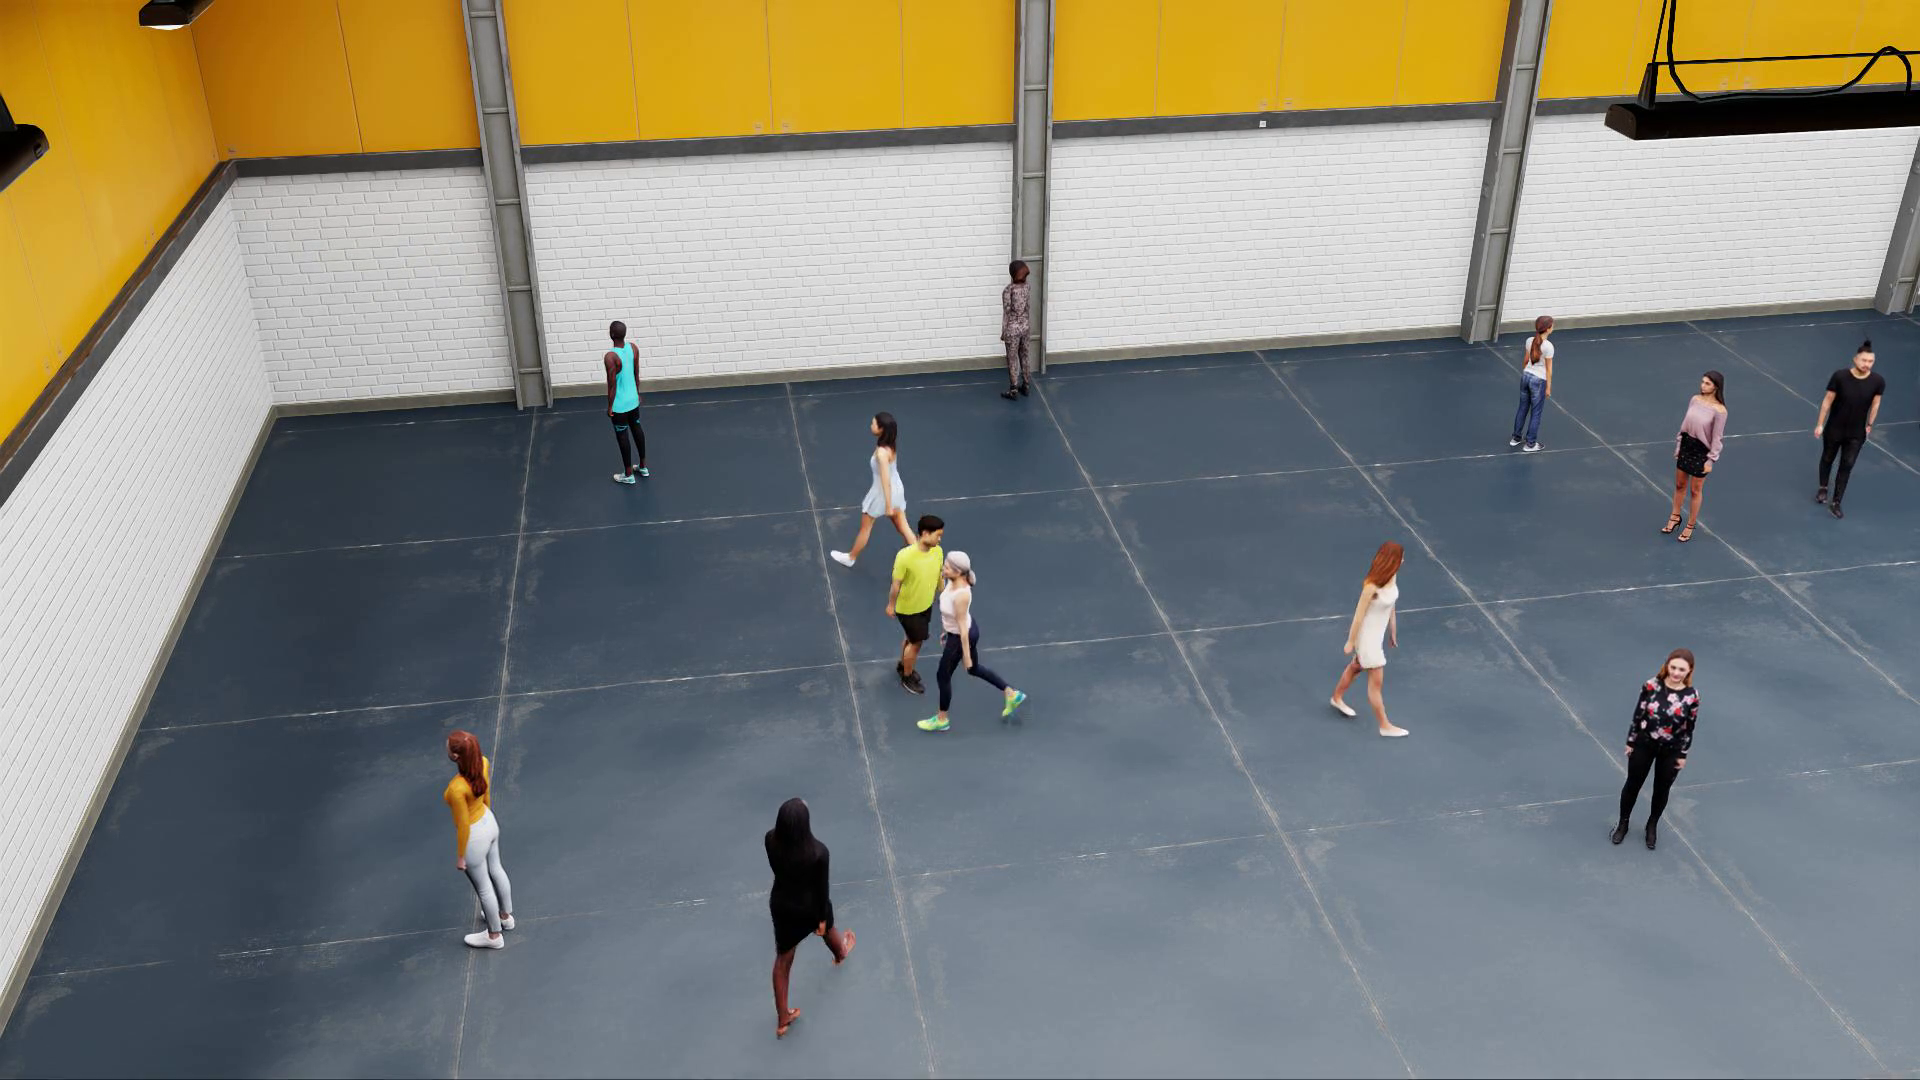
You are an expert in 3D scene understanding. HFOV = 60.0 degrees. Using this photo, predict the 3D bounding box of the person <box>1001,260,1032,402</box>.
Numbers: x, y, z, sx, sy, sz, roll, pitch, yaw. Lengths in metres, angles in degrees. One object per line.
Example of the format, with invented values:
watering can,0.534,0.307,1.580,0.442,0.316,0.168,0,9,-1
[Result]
person,0.673,-2.483,19.618,0.639,1.713,0.728,-21,35,-34

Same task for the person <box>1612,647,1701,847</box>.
person,5.175,1.516,12.317,0.680,1.685,0.758,14,32,24

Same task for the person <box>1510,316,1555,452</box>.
person,6.378,-1.758,18.445,0.624,1.563,0.606,-16,33,-27

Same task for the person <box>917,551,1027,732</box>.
person,0.100,0.828,13.590,1.169,1.673,0.720,0,29,0

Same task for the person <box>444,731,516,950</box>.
person,-3.281,2.023,11.319,0.677,1.750,0.679,7,29,12

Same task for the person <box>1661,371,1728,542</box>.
person,7.303,-0.834,16.493,0.629,1.811,0.683,-14,31,-23

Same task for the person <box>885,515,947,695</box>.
person,-0.444,0.517,14.171,0.822,1.662,0.879,-19,34,-31

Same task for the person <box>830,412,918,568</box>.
person,-0.614,-0.399,15.833,1.220,1.679,0.888,6,29,10

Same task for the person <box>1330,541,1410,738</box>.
person,3.314,0.754,13.736,1.066,1.664,1.010,-22,35,-34

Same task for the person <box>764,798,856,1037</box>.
person,-1.077,2.426,10.661,1.172,1.672,1.038,9,30,16

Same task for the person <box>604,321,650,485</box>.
person,-3.561,-1.472,17.664,0.740,1.811,0.676,19,34,31

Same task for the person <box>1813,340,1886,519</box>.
person,9.121,-1.215,17.162,1.061,1.839,1.062,12,31,21
